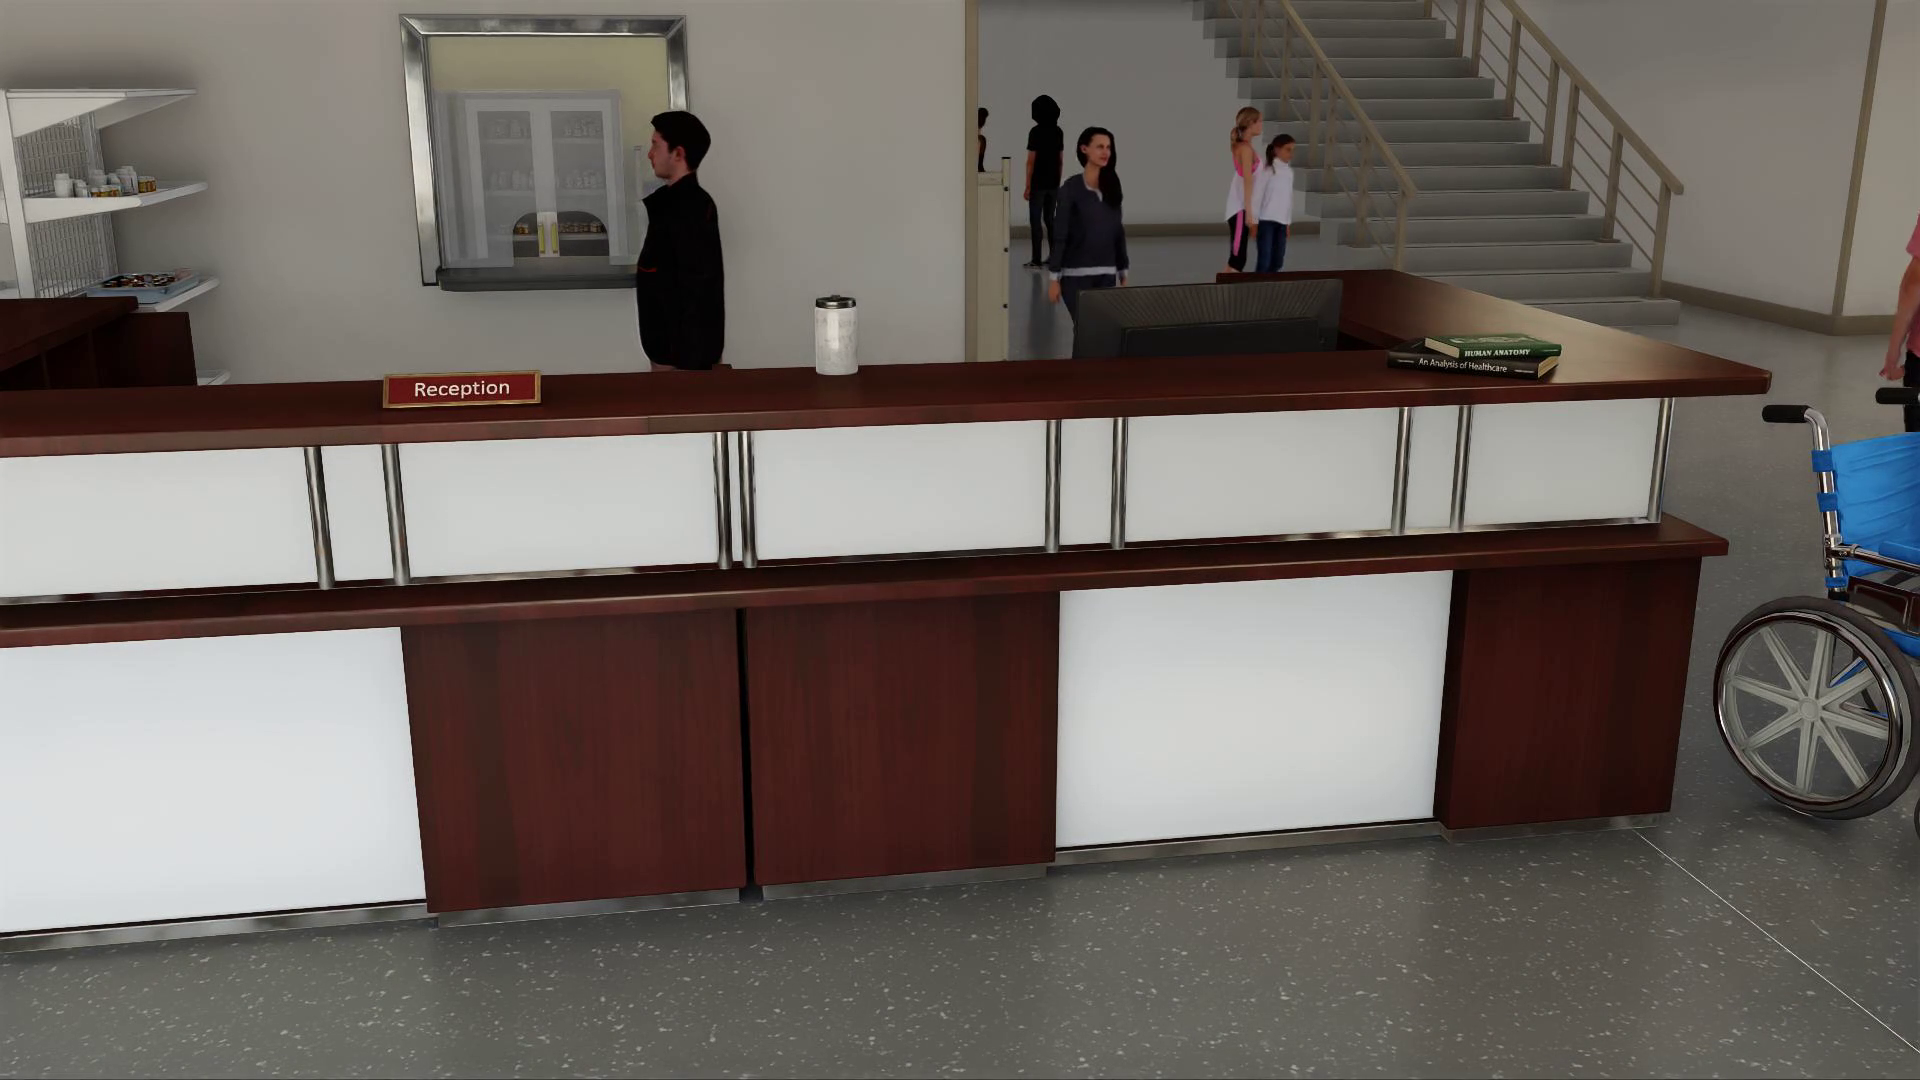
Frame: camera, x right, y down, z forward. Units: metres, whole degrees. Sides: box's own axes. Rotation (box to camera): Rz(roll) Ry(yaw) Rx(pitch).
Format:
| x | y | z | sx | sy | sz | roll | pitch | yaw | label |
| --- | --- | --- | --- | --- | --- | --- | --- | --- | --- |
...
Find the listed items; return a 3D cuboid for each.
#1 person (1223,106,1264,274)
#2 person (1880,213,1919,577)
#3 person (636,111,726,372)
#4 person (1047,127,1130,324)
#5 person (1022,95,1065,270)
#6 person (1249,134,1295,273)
| x | y | z | sx | sy | sz | roll | pitch | yaw | label |
| --- | --- | --- | --- | --- | --- | --- | --- | --- | --- |
| 2.355 | -2.750 | 14.086 | 0.747 | 1.780 | 0.565 | 0 | 16 | 1 | person |
| 4.058 | -0.751 | 6.679 | 0.677 | 1.952 | 0.669 | -4 | 16 | -15 | person |
| -1.084 | -0.716 | 6.604 | 0.743 | 1.925 | 0.523 | -3 | 16 | -11 | person |
| 0.700 | -1.545 | 9.866 | 0.812 | 1.750 | 0.896 | -12 | 20 | -36 | person |
| 0.910 | -3.808 | 17.877 | 0.704 | 1.746 | 0.690 | -12 | 20 | -37 | person |
| 2.741 | -2.778 | 14.662 | 0.754 | 1.522 | 0.857 | -5 | 17 | -18 | person |
